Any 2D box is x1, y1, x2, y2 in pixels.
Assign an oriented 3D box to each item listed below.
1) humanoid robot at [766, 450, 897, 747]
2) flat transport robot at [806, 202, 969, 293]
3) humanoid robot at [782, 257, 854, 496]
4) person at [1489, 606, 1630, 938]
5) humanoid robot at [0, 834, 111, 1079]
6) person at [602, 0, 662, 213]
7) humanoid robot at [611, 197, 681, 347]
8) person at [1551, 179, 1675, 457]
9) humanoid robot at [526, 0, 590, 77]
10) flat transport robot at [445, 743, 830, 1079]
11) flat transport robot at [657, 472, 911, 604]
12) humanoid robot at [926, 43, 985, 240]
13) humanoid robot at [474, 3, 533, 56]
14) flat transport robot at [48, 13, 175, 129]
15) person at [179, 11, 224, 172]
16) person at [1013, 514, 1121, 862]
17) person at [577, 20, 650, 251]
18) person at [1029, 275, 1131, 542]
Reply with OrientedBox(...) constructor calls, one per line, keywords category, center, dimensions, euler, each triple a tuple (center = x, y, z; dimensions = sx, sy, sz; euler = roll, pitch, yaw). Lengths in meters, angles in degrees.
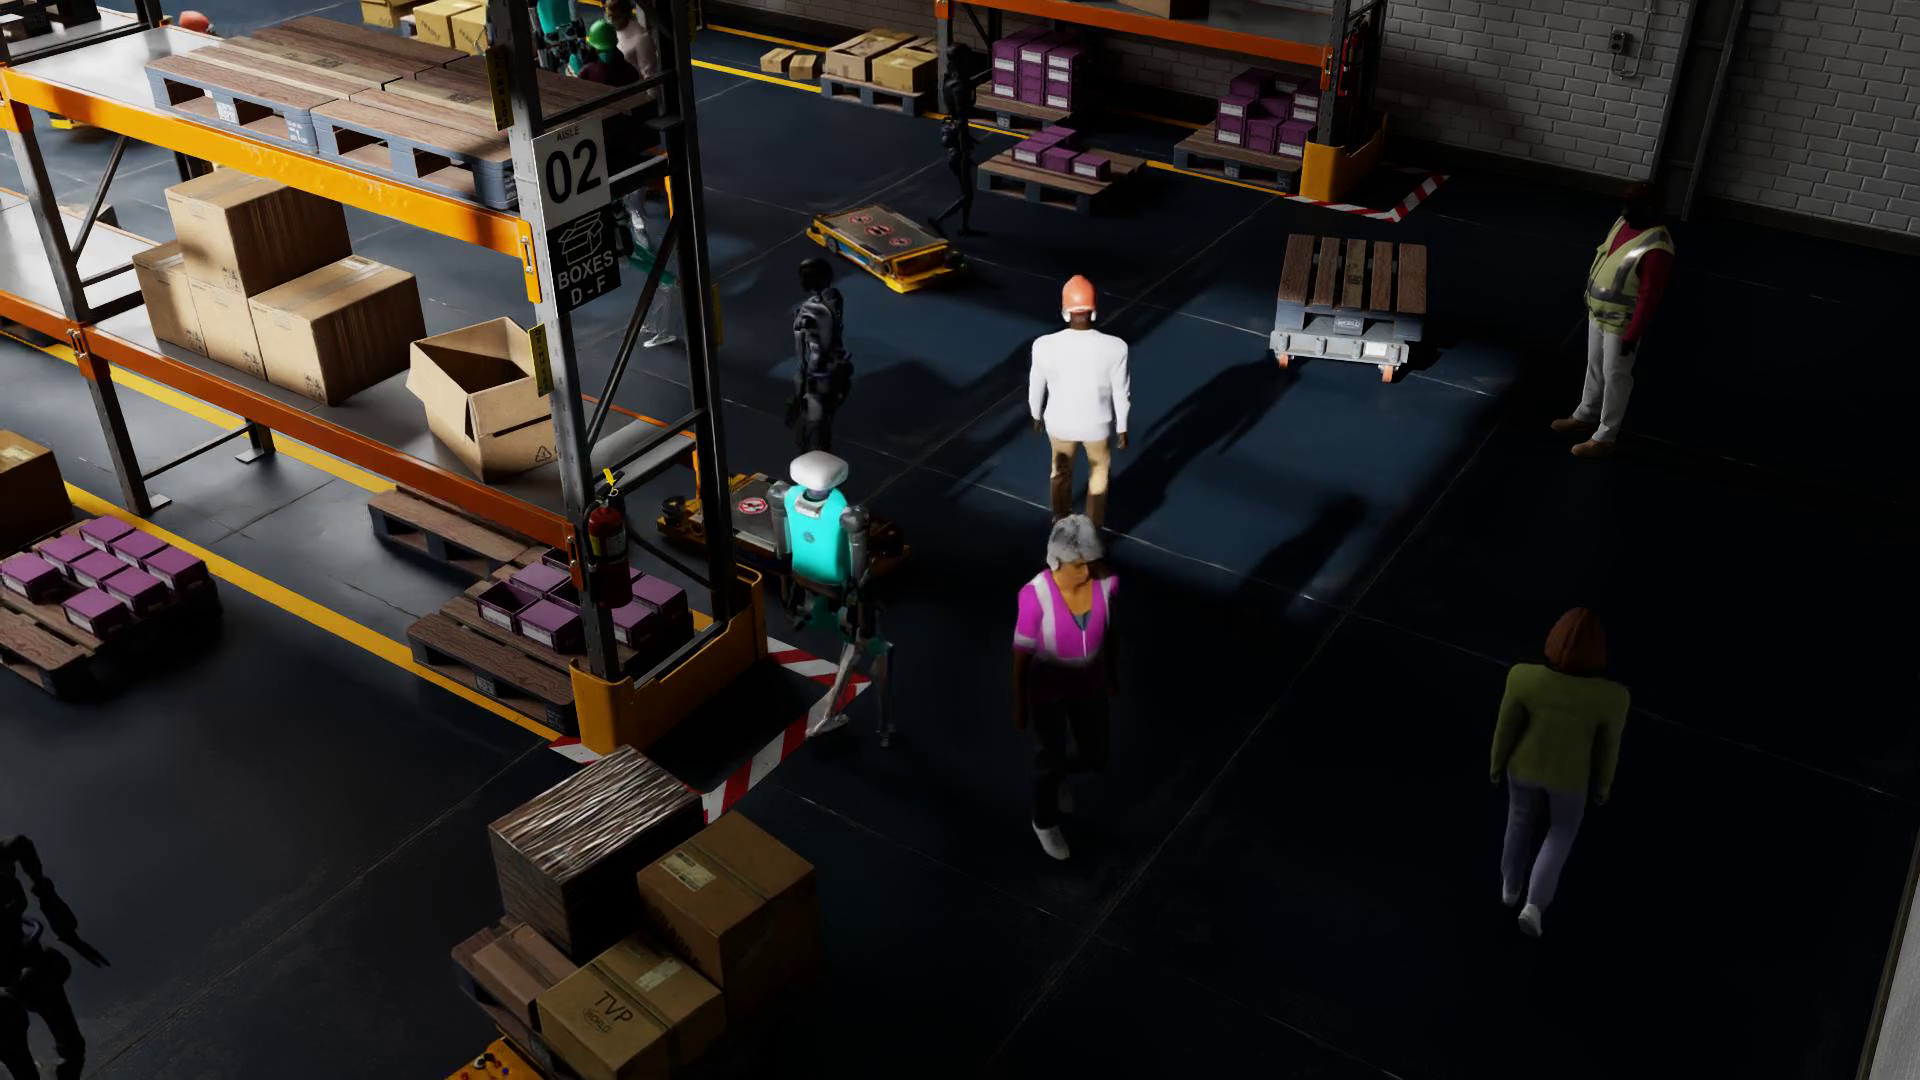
OrientedBox(category="humanoid robot", center=(-0.539, 0.271, 8.102), dimensions=(0.536, 1.778, 0.712), euler=(17, 37, 24))
OrientedBox(category="flat transport robot", center=(-0.609, -2.403, 13.567), dimensions=(0.659, 0.231, 1.431), euler=(-21, 39, -29))
OrientedBox(category="humanoid robot", center=(-0.836, -0.949, 10.046), dimensions=(0.343, 1.653, 0.591), euler=(14, 36, 21))
OrientedBox(category="person", center=(2.495, 1.009, 7.071), dimensions=(0.507, 1.616, 0.489), euler=(16, 36, 23))
OrientedBox(category="humanoid robot", center=(-3.447, 1.622, 6.095), dimensions=(0.332, 1.661, 0.601), euler=(9, 34, 14))
OrientedBox(category="person", center=(-2.871, -3.709, 14.077), dimensions=(0.711, 1.903, 0.853), euler=(-28, 42, -36))
OrientedBox(category="humanoid robot", center=(-2.276, -2.179, 11.876), dimensions=(0.794, 1.750, 0.575), euler=(-5, 33, -8))
OrientedBox(category="person", center=(4.181, -1.417, 10.608), dimensions=(0.429, 1.846, 0.630), euler=(-2, 33, -4))
OrientedBox(category="humanoid robot", center=(-3.549, -4.367, 15.245), dimensions=(0.551, 1.740, 0.999), euler=(-28, 43, -36))
OrientedBox(category="flat transport robot", center=(-1.330, 1.975, 6.838), dimensions=(0.659, 0.231, 1.431), euler=(27, 42, 35))
OrientedBox(category="flat transport robot", center=(-1.062, -0.048, 9.947), dimensions=(1.431, 0.231, 0.659), euler=(20, 38, 28))
OrientedBox(category="humanoid robot", center=(-0.037, -3.238, 13.565), dimensions=(0.492, 1.650, 0.595), euler=(1, 33, 2))
OrientedBox(category="humanoid robot", center=(-4.421, -4.830, 16.036), dimensions=(0.762, 1.875, 0.565), euler=(23, 40, 31))
OrientedBox(category="flat transport robot", center=(-8.074, -4.182, 16.301), dimensions=(1.431, 0.231, 0.659), euler=(7, 34, 10))
OrientedBox(category="person", center=(-6.236, -3.639, 14.132), dimensions=(0.806, 1.718, 0.564), euler=(-3, 33, -4))
OrientedBox(category="person", center=(0.480, 0.638, 7.458), dimensions=(0.550, 1.826, 0.438), euler=(-15, 36, -22))
OrientedBox(category="person", center=(-2.748, -3.176, 13.233), dimensions=(0.492, 1.936, 0.468), euler=(-4, 33, -6))
OrientedBox(category="person", center=(0.690, -0.723, 9.629), dimensions=(0.592, 1.736, 0.410), euler=(4, 33, 6))
